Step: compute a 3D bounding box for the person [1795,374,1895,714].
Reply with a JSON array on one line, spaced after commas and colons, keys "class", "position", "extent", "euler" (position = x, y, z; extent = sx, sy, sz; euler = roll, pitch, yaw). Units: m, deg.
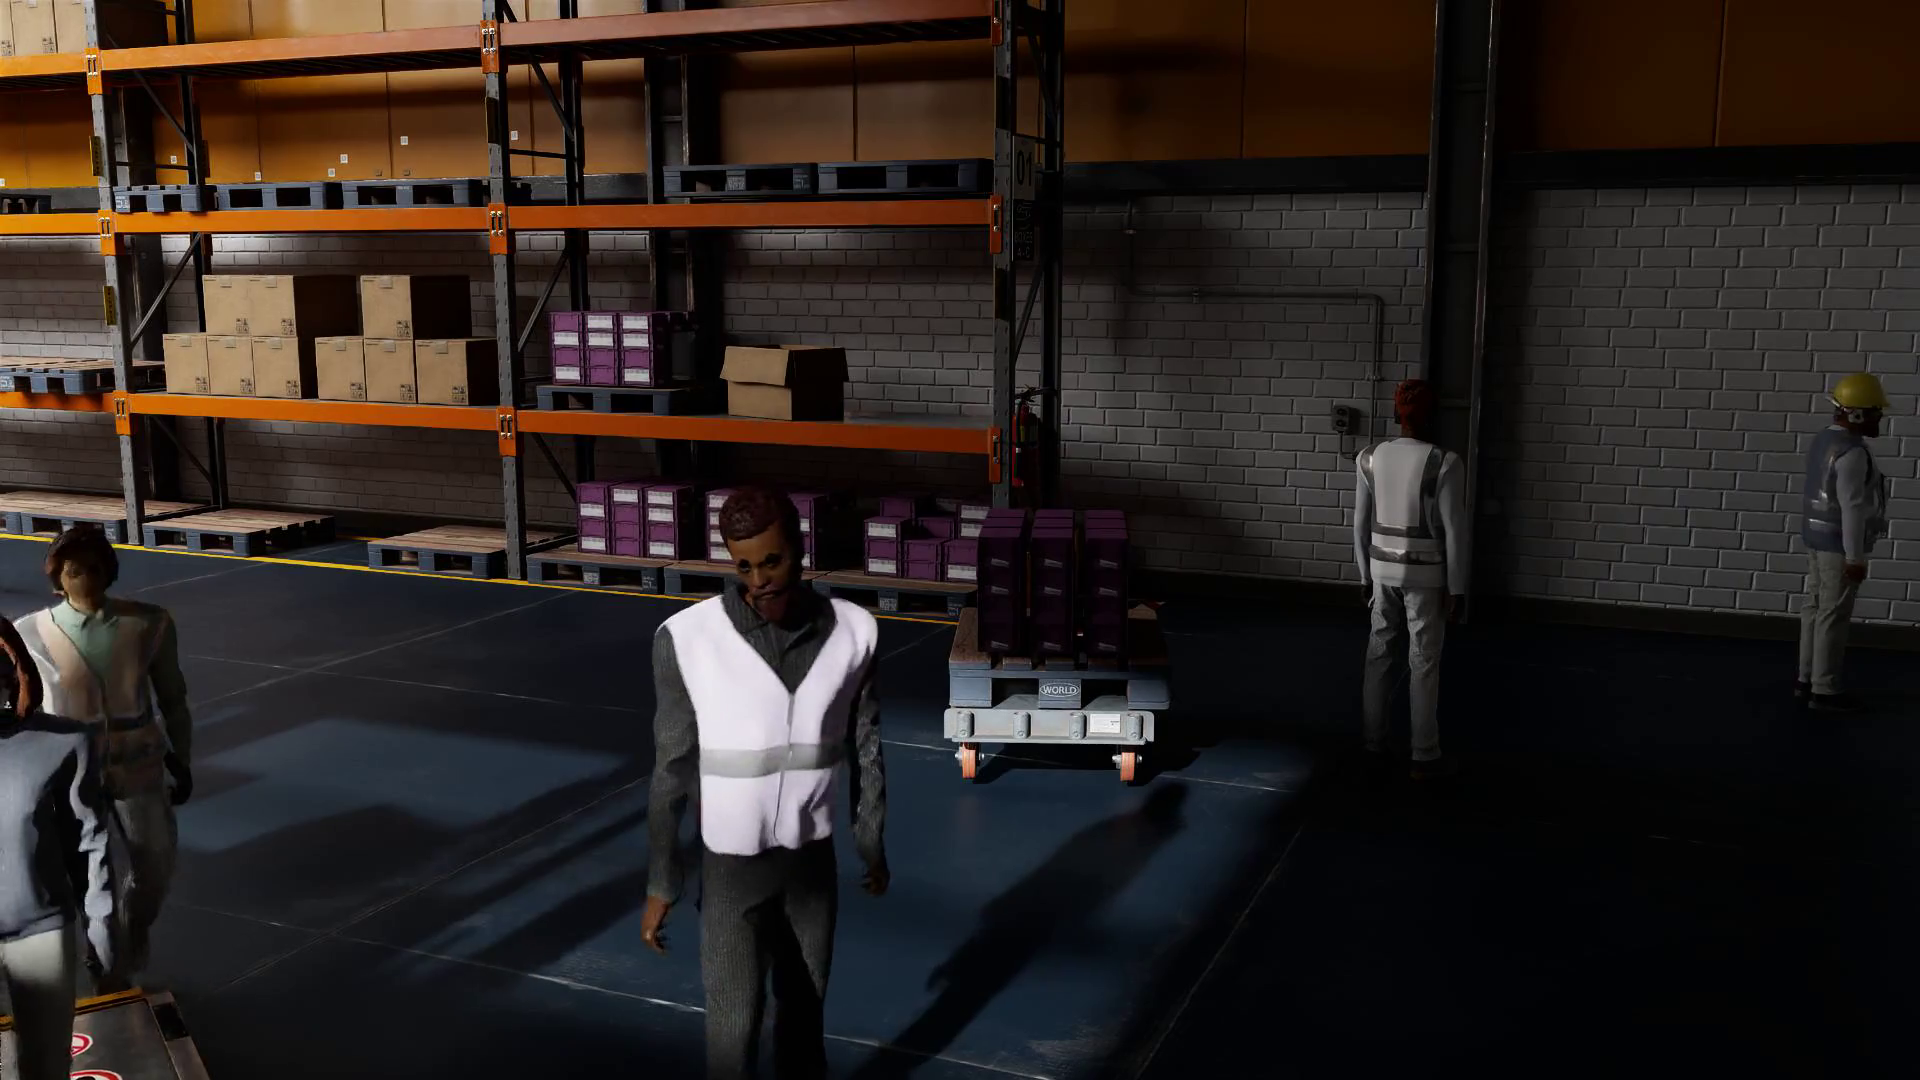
[{"class": "person", "position": [4.798, 0.014, 9.041], "extent": [0.403, 1.825, 0.613], "euler": [2, 10, 11]}]

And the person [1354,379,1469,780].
[{"class": "person", "position": [2.125, 0.185, 7.840], "extent": [0.355, 1.882, 0.575], "euler": [-9, 13, -44]}]

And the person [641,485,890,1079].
[{"class": "person", "position": [-0.496, 0.792, 4.180], "extent": [0.703, 1.887, 0.427], "euler": [-6, 11, -32]}]

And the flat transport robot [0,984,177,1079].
[{"class": "flat transport robot", "position": [-2.410, 1.547, 4.499], "extent": [0.652, 0.197, 1.431], "euler": [-6, 11, -33]}]

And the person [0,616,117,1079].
[{"class": "person", "position": [-2.294, 0.958, 3.974], "extent": [0.513, 1.618, 0.398], "euler": [-7, 12, -37]}]

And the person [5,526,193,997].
[{"class": "person", "position": [-2.713, 0.745, 5.253], "extent": [0.527, 1.617, 0.568], "euler": [-7, 12, -37]}]
